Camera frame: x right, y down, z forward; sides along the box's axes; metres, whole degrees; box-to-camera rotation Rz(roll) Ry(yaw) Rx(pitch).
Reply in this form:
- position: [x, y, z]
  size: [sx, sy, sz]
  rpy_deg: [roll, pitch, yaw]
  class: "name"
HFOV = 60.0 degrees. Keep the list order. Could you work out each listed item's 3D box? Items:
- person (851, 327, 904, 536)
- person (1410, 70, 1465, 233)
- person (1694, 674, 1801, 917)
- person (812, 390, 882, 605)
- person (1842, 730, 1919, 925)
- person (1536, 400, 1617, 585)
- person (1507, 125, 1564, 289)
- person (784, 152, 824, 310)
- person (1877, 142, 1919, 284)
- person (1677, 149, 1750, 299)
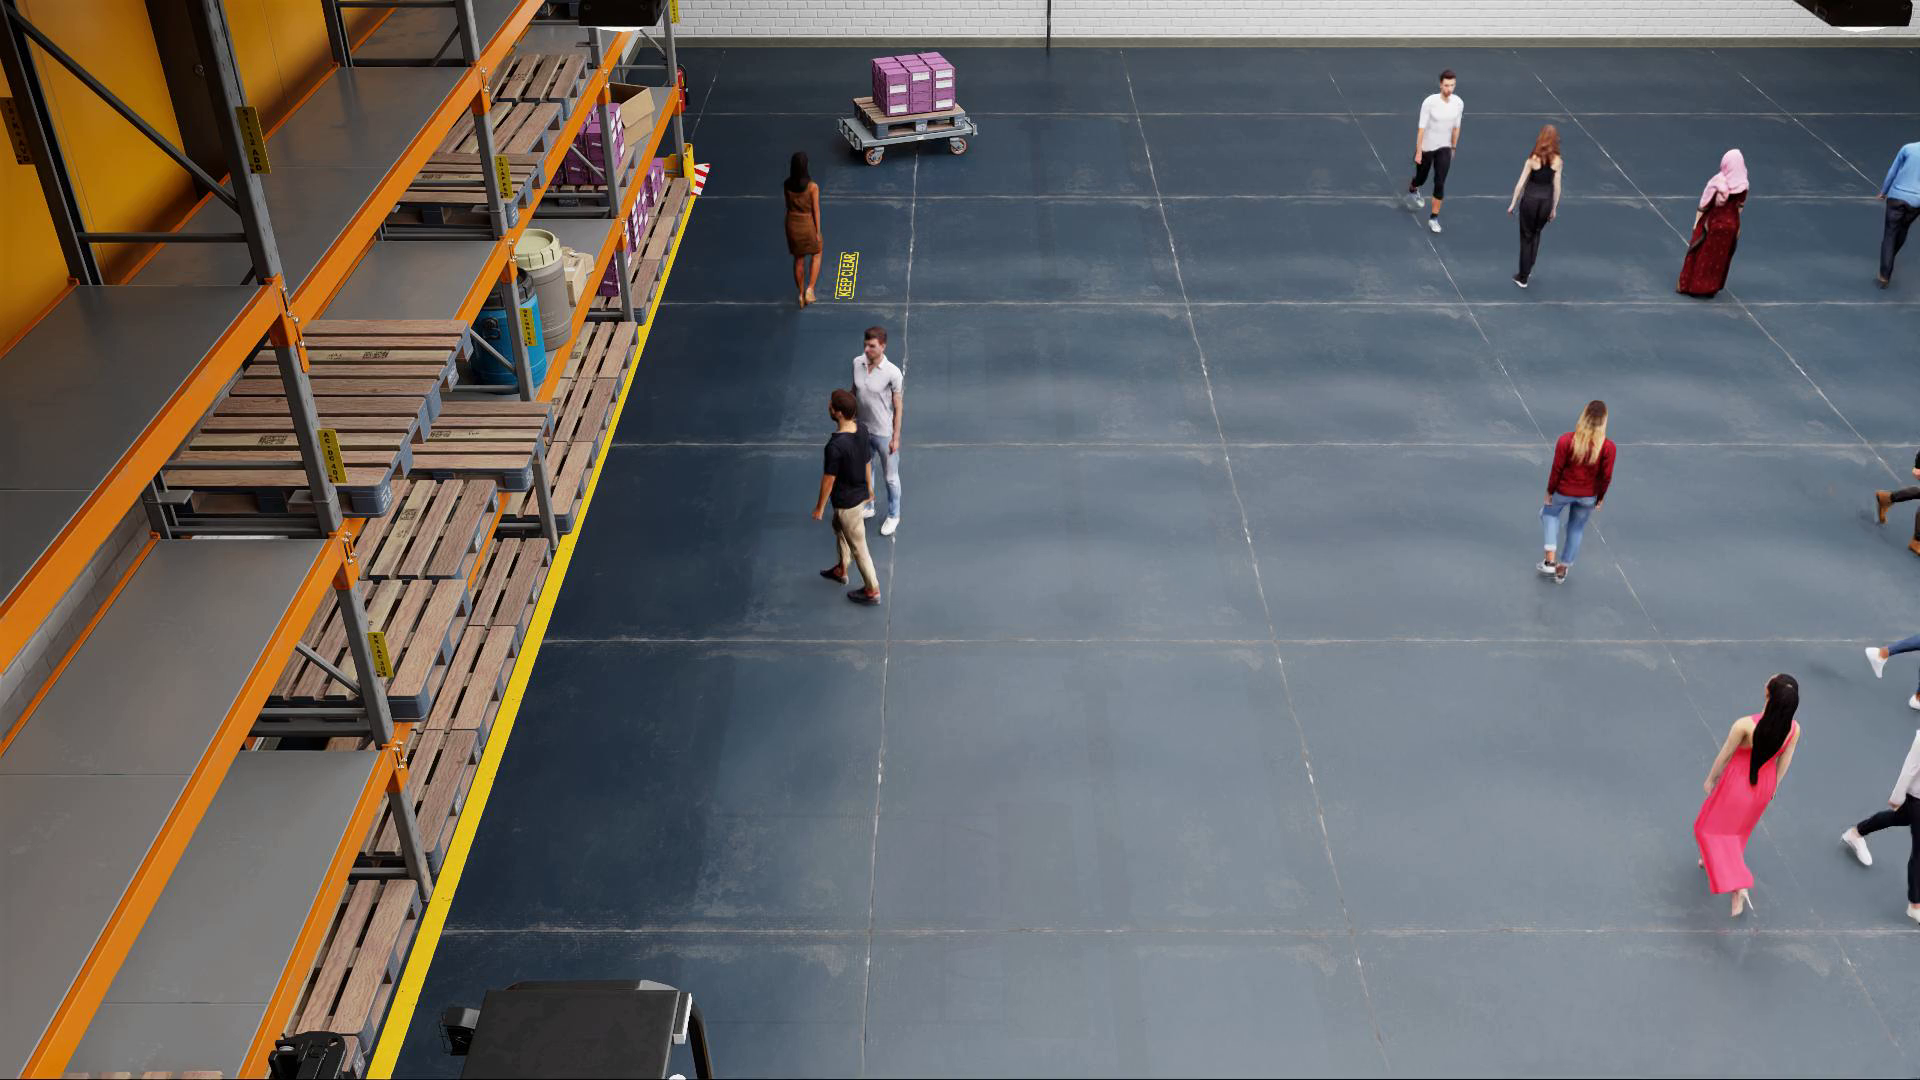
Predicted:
- position: [-0.691, -0.923, 13.759]
  size: [0.725, 1.851, 0.729]
  rpy_deg: [19, 38, 26]
  class: "person"
- position: [5.477, -4.554, 19.254]
  size: [0.675, 1.816, 1.152]
  rpy_deg: [-3, 34, -4]
  class: "person"
- position: [4.799, 1.574, 10.136]
  size: [0.606, 1.704, 0.922]
  rpy_deg: [-1, 34, -1]
  class: "person"
- position: [-0.765, -0.287, 12.818]
  size: [0.884, 1.834, 0.891]
  rpy_deg: [12, 35, 17]
  class: "person"
- position: [5.914, 1.510, 10.273]
  size: [0.915, 1.660, 1.182]
  rpy_deg: [-14, 36, -20]
  class: "person"
- position: [4.829, -0.329, 13.074]
  size: [0.676, 1.620, 0.684]
  rpy_deg: [8, 34, 12]
  class: "person"
- position: [6.200, -3.533, 17.799]
  size: [0.610, 1.727, 0.659]
  rpy_deg: [-3, 34, -5]
  class: "person"
- position: [-1.673, -3.181, 17.317]
  size: [0.643, 1.674, 0.654]
  rpy_deg: [9, 35, 13]
  class: "person"
- position: [10.205, -3.642, 17.923]
  size: [0.953, 1.771, 1.259]
  rpy_deg: [13, 36, 18]
  class: "person"
- position: [8.024, -3.343, 17.596]
  size: [0.669, 1.635, 0.596]
  rpy_deg: [1, 34, 2]
  class: "person"
